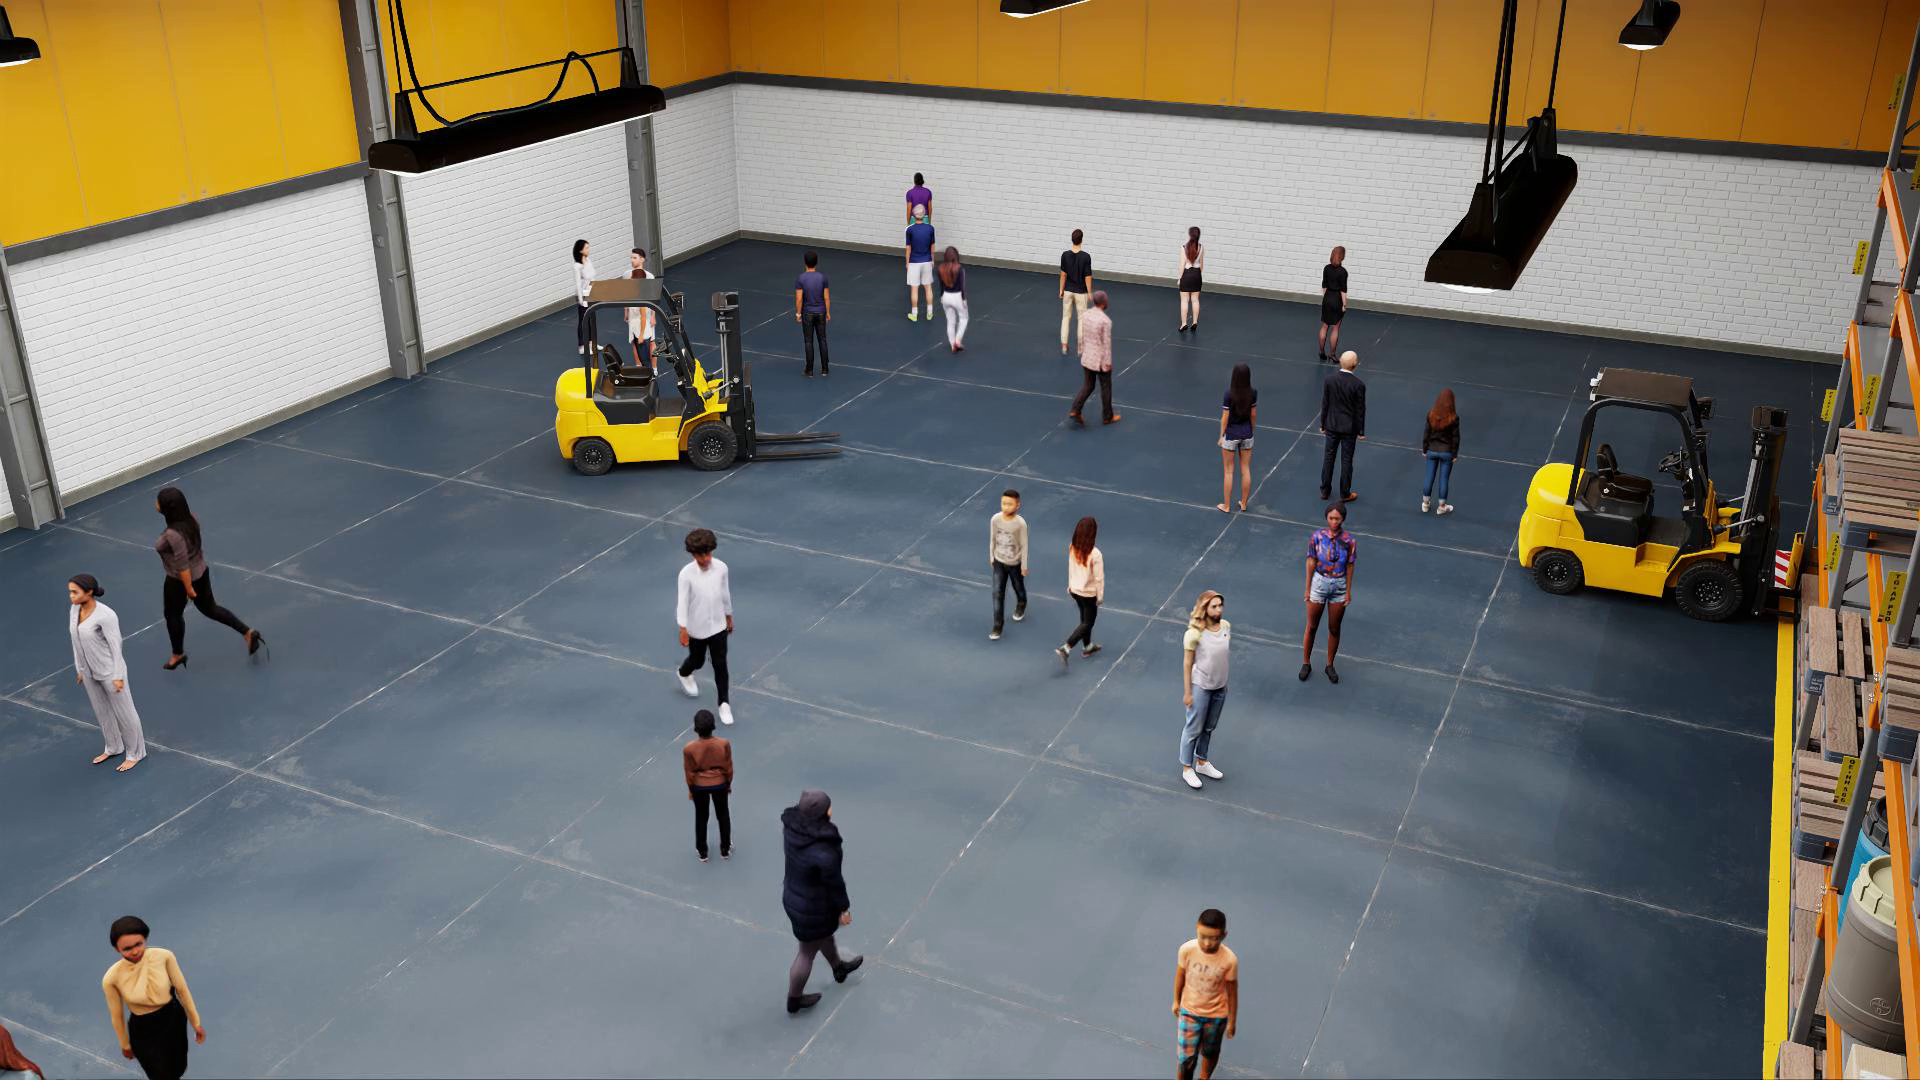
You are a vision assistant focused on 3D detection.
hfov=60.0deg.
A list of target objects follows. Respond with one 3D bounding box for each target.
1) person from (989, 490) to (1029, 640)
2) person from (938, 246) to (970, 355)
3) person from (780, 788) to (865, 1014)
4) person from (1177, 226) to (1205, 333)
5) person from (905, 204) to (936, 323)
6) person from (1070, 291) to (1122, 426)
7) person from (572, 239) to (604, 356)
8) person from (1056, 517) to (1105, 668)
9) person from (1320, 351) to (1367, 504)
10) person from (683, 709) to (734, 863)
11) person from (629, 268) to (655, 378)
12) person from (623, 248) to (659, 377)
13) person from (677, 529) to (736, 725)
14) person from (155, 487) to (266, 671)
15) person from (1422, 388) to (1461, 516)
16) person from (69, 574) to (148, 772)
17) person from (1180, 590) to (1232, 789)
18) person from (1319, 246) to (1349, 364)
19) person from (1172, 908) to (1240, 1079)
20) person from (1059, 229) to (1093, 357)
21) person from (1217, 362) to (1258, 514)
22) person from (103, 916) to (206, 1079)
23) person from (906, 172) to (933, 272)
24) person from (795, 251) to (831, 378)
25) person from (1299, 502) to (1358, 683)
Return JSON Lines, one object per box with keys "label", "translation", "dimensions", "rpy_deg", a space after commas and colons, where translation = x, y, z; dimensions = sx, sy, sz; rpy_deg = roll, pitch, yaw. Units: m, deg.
{"label": "person", "translation": [0.509, 0.185, 16.209], "dimensions": [0.635, 1.441, 1.007], "rpy_deg": [8, 25, 17]}
{"label": "person", "translation": [-0.123, -3.499, 24.454], "dimensions": [0.639, 1.588, 0.553], "rpy_deg": [13, 27, 27]}
{"label": "person", "translation": [-1.034, 2.391, 10.902], "dimensions": [1.036, 1.651, 0.917], "rpy_deg": [-16, 28, -33]}
{"label": "person", "translation": [3.539, -4.004, 25.535], "dimensions": [0.631, 1.648, 0.686], "rpy_deg": [-8, 25, -17]}
{"label": "person", "translation": [-0.624, -4.364, 26.120], "dimensions": [0.720, 1.839, 0.772], "rpy_deg": [-7, 25, -16]}
{"label": "person", "translation": [1.716, -2.329, 21.513], "dimensions": [1.133, 1.799, 0.966], "rpy_deg": [-19, 30, -36]}
{"label": "person", "translation": [-5.542, -3.599, 24.545], "dimensions": [0.704, 1.698, 0.509], "rpy_deg": [6, 24, 14]}
{"label": "person", "translation": [1.118, 0.497, 15.469], "dimensions": [0.982, 1.464, 0.808], "rpy_deg": [-18, 30, -36]}
{"label": "person", "translation": [4.407, -1.313, 19.189], "dimensions": [0.709, 1.800, 0.619], "rpy_deg": [14, 27, 30]}
{"label": "person", "translation": [-1.902, 1.857, 12.621], "dimensions": [0.588, 1.252, 0.628], "rpy_deg": [-5, 24, -11]}
{"label": "person", "translation": [-4.326, -2.822, 22.660], "dimensions": [0.714, 1.785, 0.660], "rpy_deg": [-9, 25, -20]}
{"label": "person", "translation": [-4.487, -3.203, 23.443], "dimensions": [0.676, 1.855, 0.564], "rpy_deg": [12, 26, 25]}
{"label": "person", "translation": [-2.281, 0.698, 14.624], "dimensions": [1.173, 1.772, 1.142], "rpy_deg": [-14, 27, -29]}
{"label": "person", "translation": [-6.997, 0.371, 15.331], "dimensions": [1.022, 1.805, 1.168], "rpy_deg": [0, 24, 0]}
{"label": "person", "translation": [5.463, -1.017, 18.908], "dimensions": [0.581, 1.483, 0.532], "rpy_deg": [14, 27, 29]}
{"label": "person", "translation": [-7.116, 1.070, 13.816], "dimensions": [0.649, 1.736, 0.533], "rpy_deg": [9, 25, 20]}
{"label": "person", "translation": [2.000, 1.192, 13.555], "dimensions": [0.648, 1.722, 0.771], "rpy_deg": [-17, 29, -33]}
{"label": "person", "translation": [5.419, -3.426, 24.142], "dimensions": [0.657, 1.704, 0.660], "rpy_deg": [-17, 29, -33]}
{"label": "person", "translation": [1.500, 2.830, 10.152], "dimensions": [0.633, 1.446, 0.794], "rpy_deg": [6, 24, 13]}
{"label": "person", "translation": [1.699, -3.639, 24.445], "dimensions": [0.647, 1.851, 0.568], "rpy_deg": [9, 25, 19]}
{"label": "person", "translation": [3.152, -1.162, 18.885], "dimensions": [0.661, 1.766, 0.699], "rpy_deg": [-5, 24, -11]}
{"label": "person", "translation": [-4.741, 2.884, 9.815], "dimensions": [1.024, 1.617, 0.871], "rpy_deg": [-21, 31, -40]}
{"label": "person", "translation": [-0.706, -5.485, 28.775], "dimensions": [0.723, 1.766, 0.784], "rpy_deg": [-8, 25, -19]}
{"label": "person", "translation": [-2.070, -3.198, 23.509], "dimensions": [0.718, 1.793, 0.756], "rpy_deg": [-6, 24, -14]}
{"label": "person", "translation": [3.363, 0.467, 15.189], "dimensions": [0.648, 1.743, 0.611], "rpy_deg": [3, 24, 7]}
